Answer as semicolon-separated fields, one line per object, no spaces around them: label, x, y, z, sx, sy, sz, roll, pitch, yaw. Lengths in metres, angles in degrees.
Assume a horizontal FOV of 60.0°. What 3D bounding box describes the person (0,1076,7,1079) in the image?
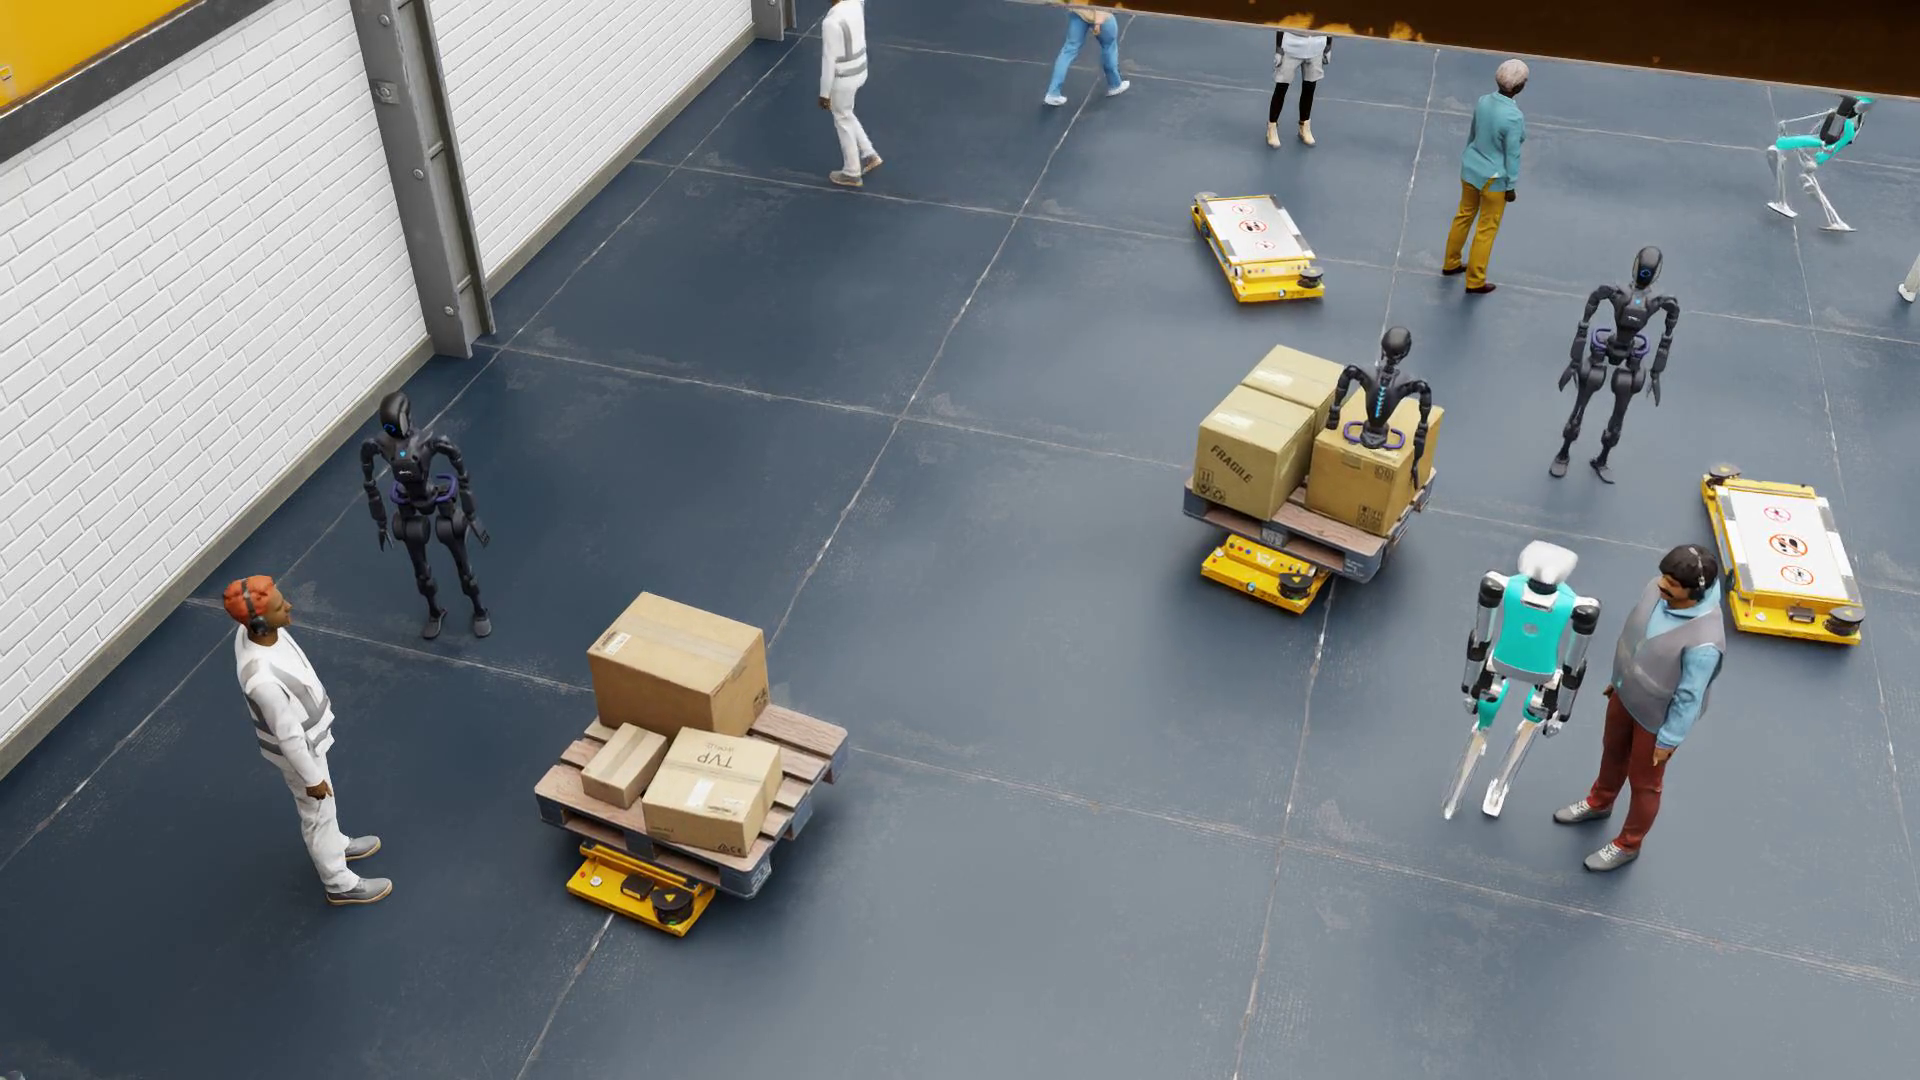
person;-3.268;2.367;5.898;0.917;1.724;0.525;-14;41;-17

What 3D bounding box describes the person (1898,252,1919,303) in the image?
person;7.209;-2.427;11.927;0.512;1.641;0.306;14;41;17

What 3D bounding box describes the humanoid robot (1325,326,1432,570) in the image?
humanoid robot;2.337;-0.502;9.503;0.607;1.655;0.326;13;41;15

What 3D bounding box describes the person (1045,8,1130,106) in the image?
person;1.148;-4.682;14.699;0.897;1.678;0.470;-31;48;-32

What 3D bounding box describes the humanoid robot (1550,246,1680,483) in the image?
humanoid robot;4.028;-1.072;10.213;0.603;1.650;0.334;11;40;13

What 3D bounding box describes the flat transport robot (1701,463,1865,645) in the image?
flat transport robot;4.886;0.063;9.926;0.659;0.231;1.431;7;39;9

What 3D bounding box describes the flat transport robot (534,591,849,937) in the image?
flat transport robot;-1.297;1.321;8.362;0.659;0.231;1.431;16;42;19

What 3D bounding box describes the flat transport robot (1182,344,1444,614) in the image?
flat transport robot;2.092;-0.112;10.144;0.659;0.231;1.431;23;44;26

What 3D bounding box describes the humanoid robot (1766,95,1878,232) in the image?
humanoid robot;6.722;-3.227;12.848;0.565;1.753;0.963;-30;48;-32

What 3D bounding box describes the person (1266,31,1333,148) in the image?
person;2.880;-4.124;14.000;0.532;1.691;0.322;-5;39;-6

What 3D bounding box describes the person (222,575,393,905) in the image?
person;-2.989;0.917;7.576;0.356;1.884;0.573;-15;41;-18

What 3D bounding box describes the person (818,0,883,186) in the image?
person;-0.948;-3.694;13.320;0.408;1.869;0.596;14;41;17

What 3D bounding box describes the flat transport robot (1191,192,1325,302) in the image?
flat transport robot;2.282;-2.287;12.849;0.659;0.231;1.431;-5;39;-7

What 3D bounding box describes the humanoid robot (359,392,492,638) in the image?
humanoid robot;-2.891;-0.129;9.039;0.611;1.646;0.352;-3;39;-4

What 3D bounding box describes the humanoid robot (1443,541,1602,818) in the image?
humanoid robot;2.715;0.658;8.034;0.548;1.814;0.694;18;42;21

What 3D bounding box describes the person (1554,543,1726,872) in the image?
person;3.236;0.769;7.772;0.413;1.872;0.537;-8;39;-10

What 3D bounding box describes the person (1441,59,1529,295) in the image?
person;3.853;-2.643;12.116;0.343;1.750;0.532;-15;41;-18
